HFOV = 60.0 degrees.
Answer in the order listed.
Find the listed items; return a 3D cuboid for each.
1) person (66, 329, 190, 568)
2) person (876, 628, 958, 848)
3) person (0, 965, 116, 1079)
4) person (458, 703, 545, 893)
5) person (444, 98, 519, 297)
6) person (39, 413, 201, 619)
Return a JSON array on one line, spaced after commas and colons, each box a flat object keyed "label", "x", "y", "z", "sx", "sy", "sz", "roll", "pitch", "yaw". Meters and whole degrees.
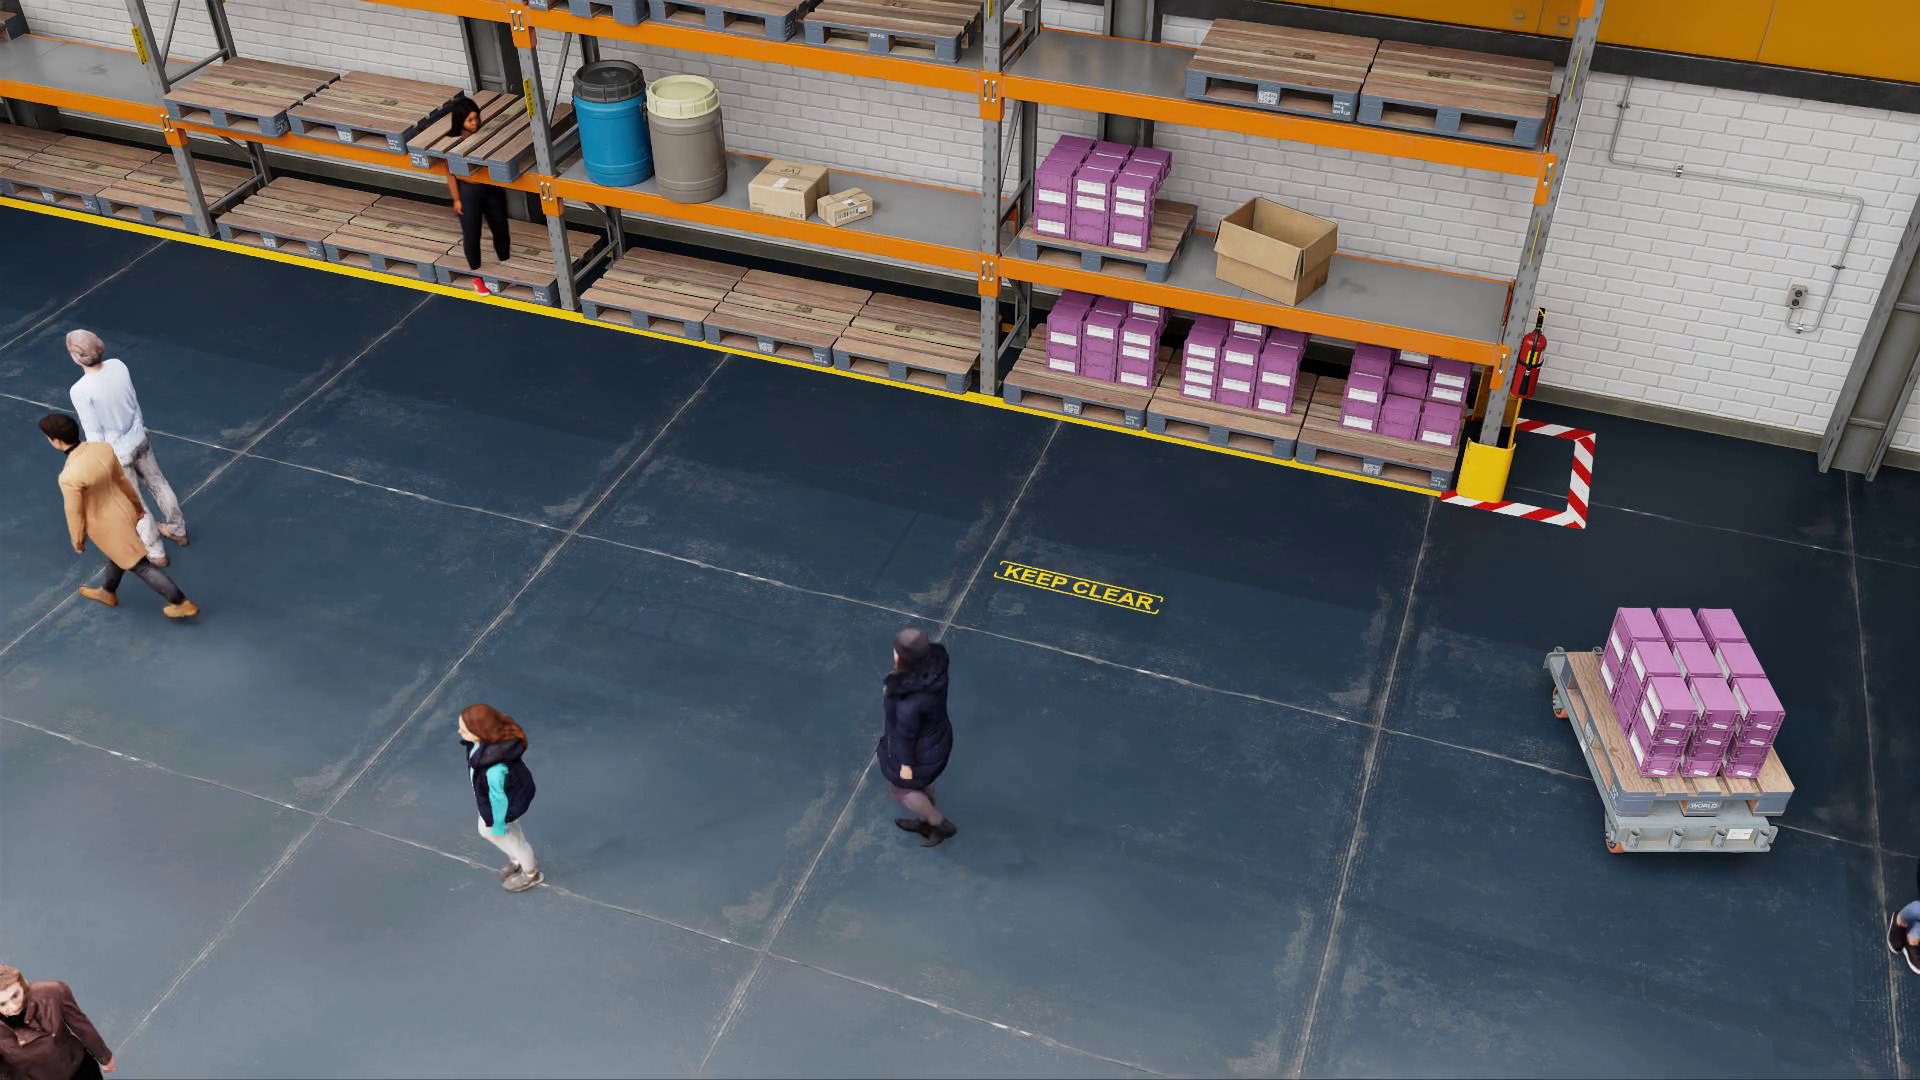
[{"label": "person", "x": -5.875, "y": -0.654, "z": 11.685, "sx": 0.559, "sy": 1.893, "sz": 0.660, "roll": 12, "pitch": 40, "yaw": 15}, {"label": "person", "x": -0.173, "y": 1.181, "z": 9.568, "sx": 0.696, "sy": 1.667, "sz": 0.659, "roll": 12, "pitch": 40, "yaw": 14}, {"label": "person", "x": -4.307, "y": 2.509, "z": 7.894, "sx": 1.084, "sy": 1.681, "sz": 0.842, "roll": 29, "pitch": 47, "yaw": 31}, {"label": "person", "x": -2.528, "y": 1.437, "z": 9.385, "sx": 0.770, "sy": 1.495, "sz": 0.709, "roll": -17, "pitch": 42, "yaw": -20}, {"label": "person", "x": -4.275, "y": -3.077, "z": 14.781, "sx": 0.774, "sy": 1.815, "sz": 0.798, "roll": -26, "pitch": 45, "yaw": -28}, {"label": "person", "x": -5.618, "y": -0.098, "z": 11.161, "sx": 1.203, "sy": 1.677, "sz": 0.827, "roll": 6, "pitch": 39, "yaw": 7}]
